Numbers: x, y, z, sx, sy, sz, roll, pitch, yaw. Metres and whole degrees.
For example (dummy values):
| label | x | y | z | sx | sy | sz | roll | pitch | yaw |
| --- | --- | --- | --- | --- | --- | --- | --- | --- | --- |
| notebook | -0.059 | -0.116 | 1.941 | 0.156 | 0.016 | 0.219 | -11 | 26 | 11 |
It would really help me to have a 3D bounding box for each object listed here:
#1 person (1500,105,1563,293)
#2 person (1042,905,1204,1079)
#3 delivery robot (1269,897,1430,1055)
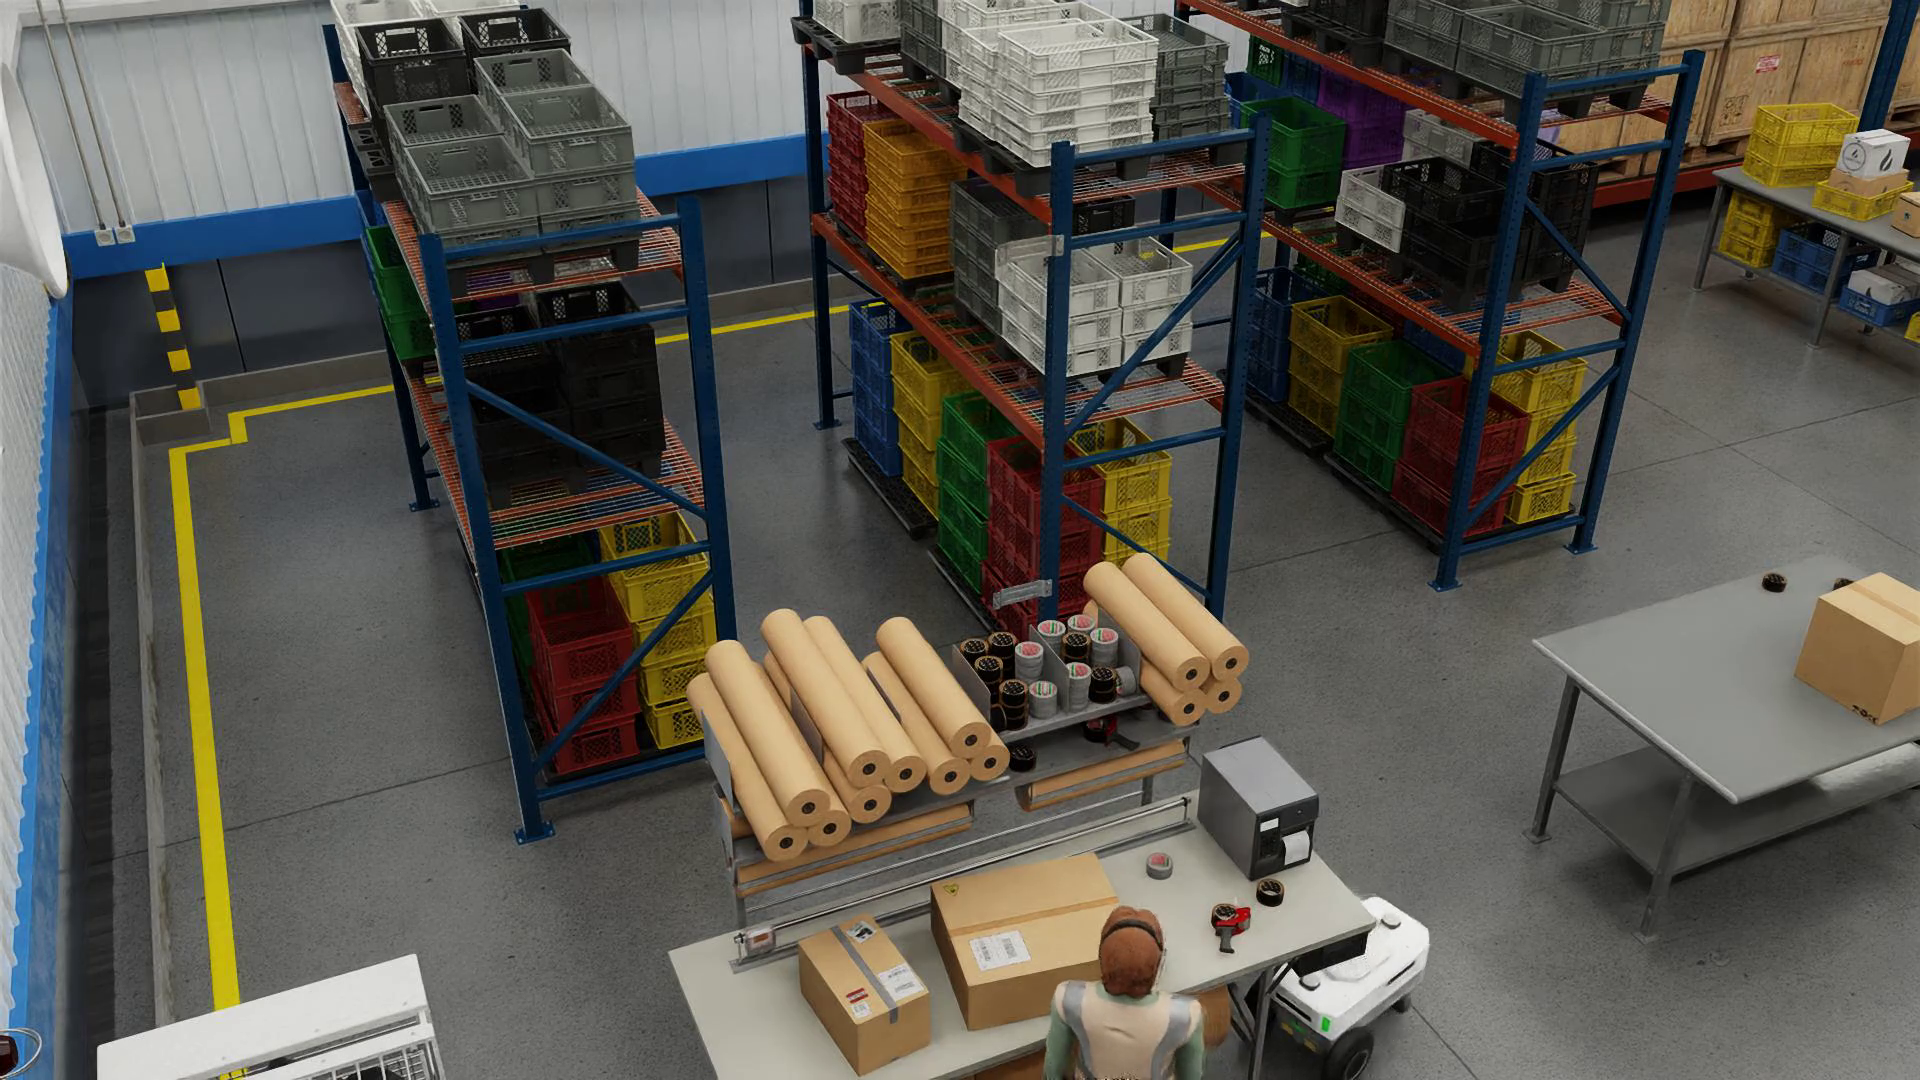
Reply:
| label | x | y | z | sx | sy | sz | roll | pitch | yaw |
| --- | --- | --- | --- | --- | --- | --- | --- | --- | --- |
| person | 4.345 | -2.806 | 12.929 | 0.629 | 1.933 | 0.379 | -16 | 35 | -24 |
| person | 0.535 | 1.889 | 5.587 | 0.525 | 1.629 | 0.362 | 8 | 33 | 13 |
| delivery robot | 1.579 | 1.745 | 6.755 | 0.707 | 0.478 | 0.477 | -24 | 39 | -33 |
